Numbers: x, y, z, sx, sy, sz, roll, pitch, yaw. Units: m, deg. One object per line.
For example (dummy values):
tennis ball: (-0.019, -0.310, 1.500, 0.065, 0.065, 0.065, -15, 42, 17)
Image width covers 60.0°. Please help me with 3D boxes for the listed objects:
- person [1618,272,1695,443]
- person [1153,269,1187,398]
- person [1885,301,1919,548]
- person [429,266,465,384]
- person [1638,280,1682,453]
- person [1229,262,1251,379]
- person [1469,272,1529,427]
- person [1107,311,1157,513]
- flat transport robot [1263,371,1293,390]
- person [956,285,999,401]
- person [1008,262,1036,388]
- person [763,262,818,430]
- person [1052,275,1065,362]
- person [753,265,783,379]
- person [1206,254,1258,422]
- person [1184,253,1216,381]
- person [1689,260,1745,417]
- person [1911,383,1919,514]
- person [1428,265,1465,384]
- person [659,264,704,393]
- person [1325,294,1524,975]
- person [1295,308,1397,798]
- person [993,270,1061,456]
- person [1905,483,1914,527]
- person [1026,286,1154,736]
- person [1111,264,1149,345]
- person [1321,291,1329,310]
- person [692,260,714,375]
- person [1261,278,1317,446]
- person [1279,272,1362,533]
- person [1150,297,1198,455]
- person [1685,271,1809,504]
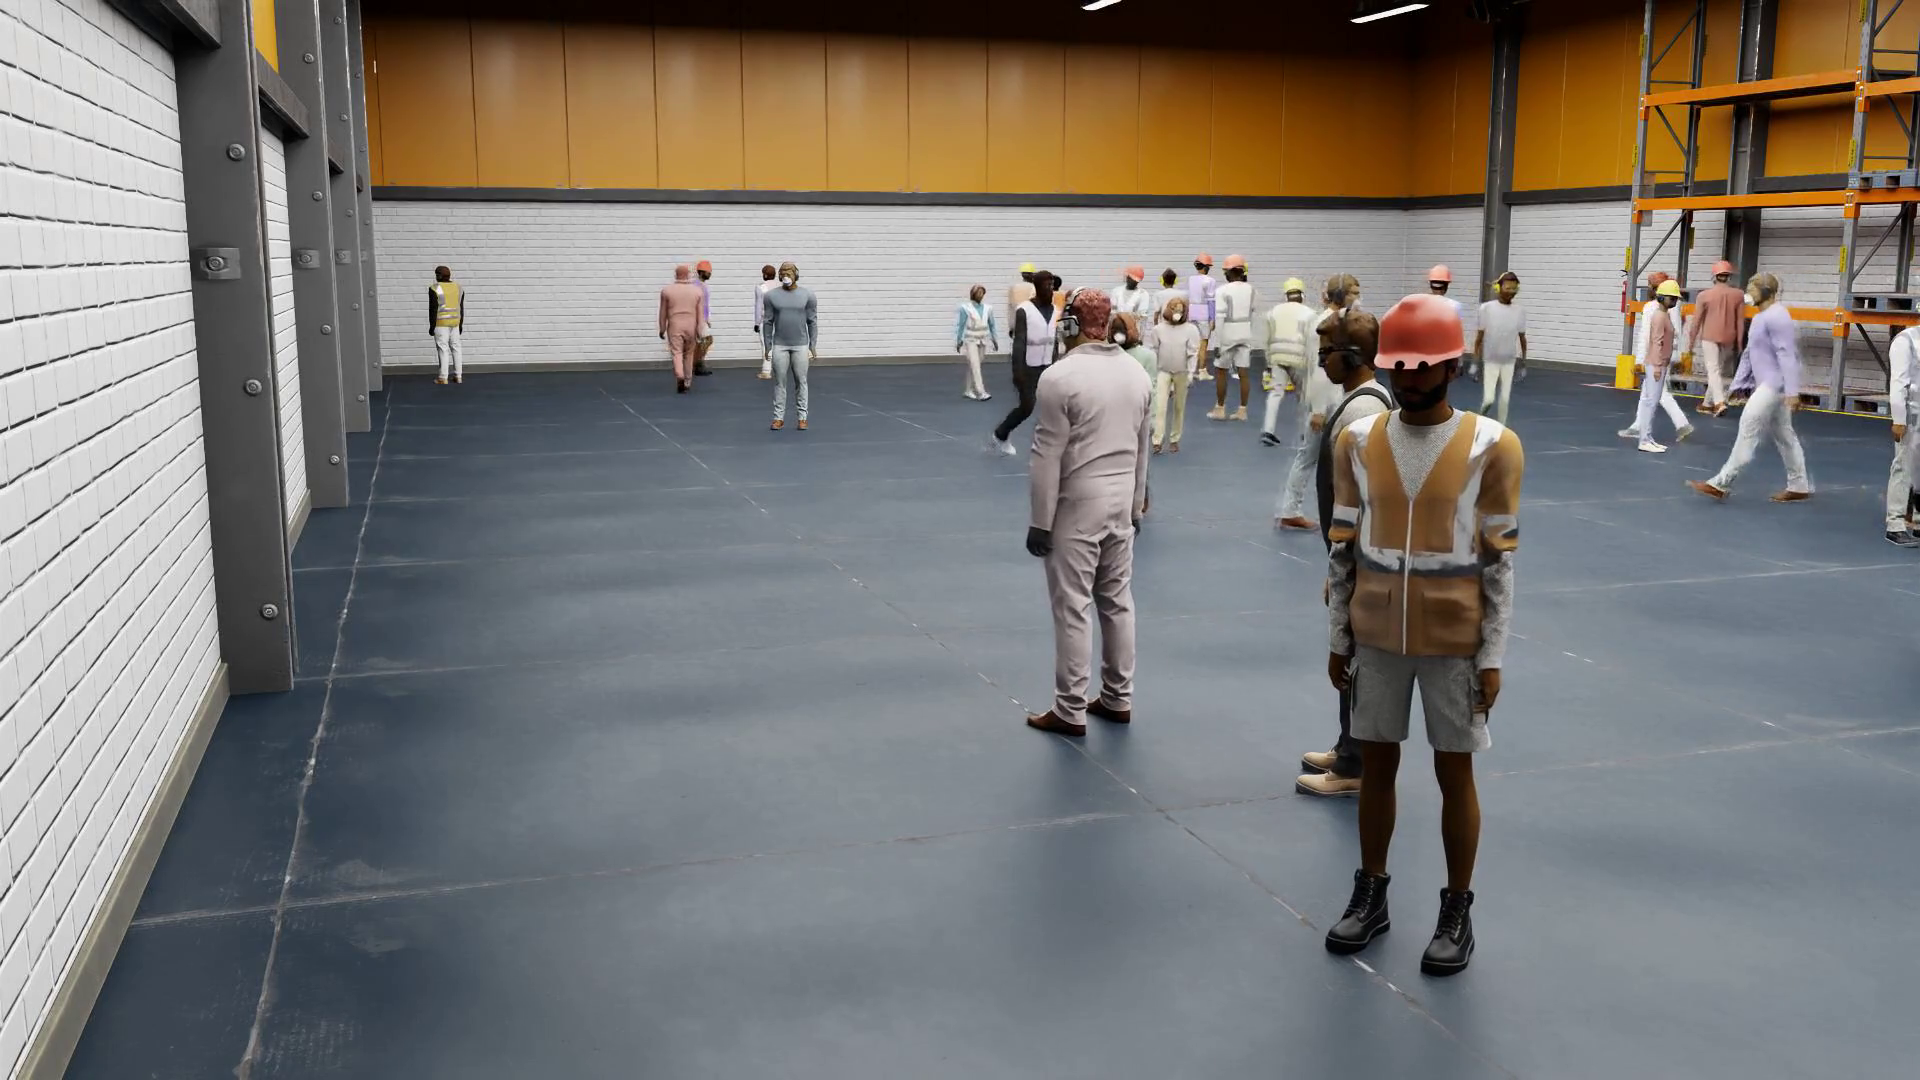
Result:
person: (7.631, -1.984, 18.046, 0.590, 1.850, 0.937, -7, 12, -33)
person: (2.979, -2.931, 23.618, 0.504, 1.822, 1.002, 0, 10, 1)
person: (6.741, -0.866, 11.585, 0.590, 1.837, 0.404, -3, 10, -18)
person: (-8.045, -3.359, 26.011, 0.429, 1.841, 0.632, 7, 12, 35)
person: (7.214, -1.785, 17.118, 0.322, 1.765, 0.533, 5, 11, 27)
person: (4.532, -3.572, 27.096, 0.590, 1.897, 0.504, -5, 11, -26)
person: (5.447, -1.775, 16.794, 0.570, 1.850, 0.432, 0, 10, 1)
person: (1.249, -0.918, 12.522, 0.506, 1.615, 0.549, 3, 10, 16)
flat transport robot: (4.882, -2.389, 24.932, 0.652, 0.197, 1.431, 2, 10, 10)
person: (0.248, -2.725, 23.043, 0.553, 1.591, 0.867, -6, 12, -32)
person: (0.993, -3.241, 25.129, 0.602, 1.908, 0.469, 4, 11, 23)
person: (-1.957, -2.231, 19.193, 0.635, 1.937, 0.353, 0, 10, 1)
person: (1.610, -3.629, 28.058, 0.542, 1.672, 0.743, -3, 10, -18)
person: (-3.104, -3.545, 27.142, 0.645, 1.840, 0.429, -9, 14, -43)
person: (3.290, -2.447, 20.214, 0.615, 2.045, 0.513, -5, 11, -24)
person: (3.879, -3.572, 26.685, 0.399, 2.034, 0.609, -9, 13, -41)
person: (9.493, -2.518, 20.819, 0.625, 1.958, 0.995, 0, 10, 1)
person: (5.045, -0.250, 8.143, 0.647, 1.795, 0.947, 3, 10, 19)
person: (4.942, -1.882, 17.244, 0.575, 1.911, 0.646, 6, 11, 31)
person: (-4.087, -3.116, 24.486, 0.638, 1.879, 0.891, -4, 10, -21)
person: (1.290, 0.273, 4.734, 0.539, 1.929, 0.380, 6, 11, 30)
person: (1.467, 0.054, 6.257, 0.345, 1.840, 0.504, 3, 10, 18)
person: (0.675, -1.701, 16.297, 0.755, 1.886, 0.632, 10, 14, 44)
person: (7.388, -1.002, 12.037, 0.973, 1.943, 0.658, 9, 13, 41)
person: (0.530, -0.124, 7.121, 0.643, 1.903, 0.402, -9, 13, -42)
person: (2.238, -2.811, 22.726, 0.738, 1.887, 0.436, 7, 12, 36)
person: (4.540, -2.184, 19.888, 0.747, 1.610, 0.530, 2, 10, 13)
person: (-4.278, -3.683, 27.668, 0.510, 1.914, 0.582, 0, 10, 2)
person: (3.520, -1.895, 17.734, 0.630, 1.776, 0.956, 6, 12, 32)
person: (2.793, -0.966, 12.001, 0.988, 1.889, 0.659, 2, 10, 14)
person: (2.139, -1.642, 16.780, 0.511, 1.584, 0.875, 2, 10, 14)
person: (6.472, -1.219, 13.496, 1.010, 1.881, 0.668, 3, 10, 16)
